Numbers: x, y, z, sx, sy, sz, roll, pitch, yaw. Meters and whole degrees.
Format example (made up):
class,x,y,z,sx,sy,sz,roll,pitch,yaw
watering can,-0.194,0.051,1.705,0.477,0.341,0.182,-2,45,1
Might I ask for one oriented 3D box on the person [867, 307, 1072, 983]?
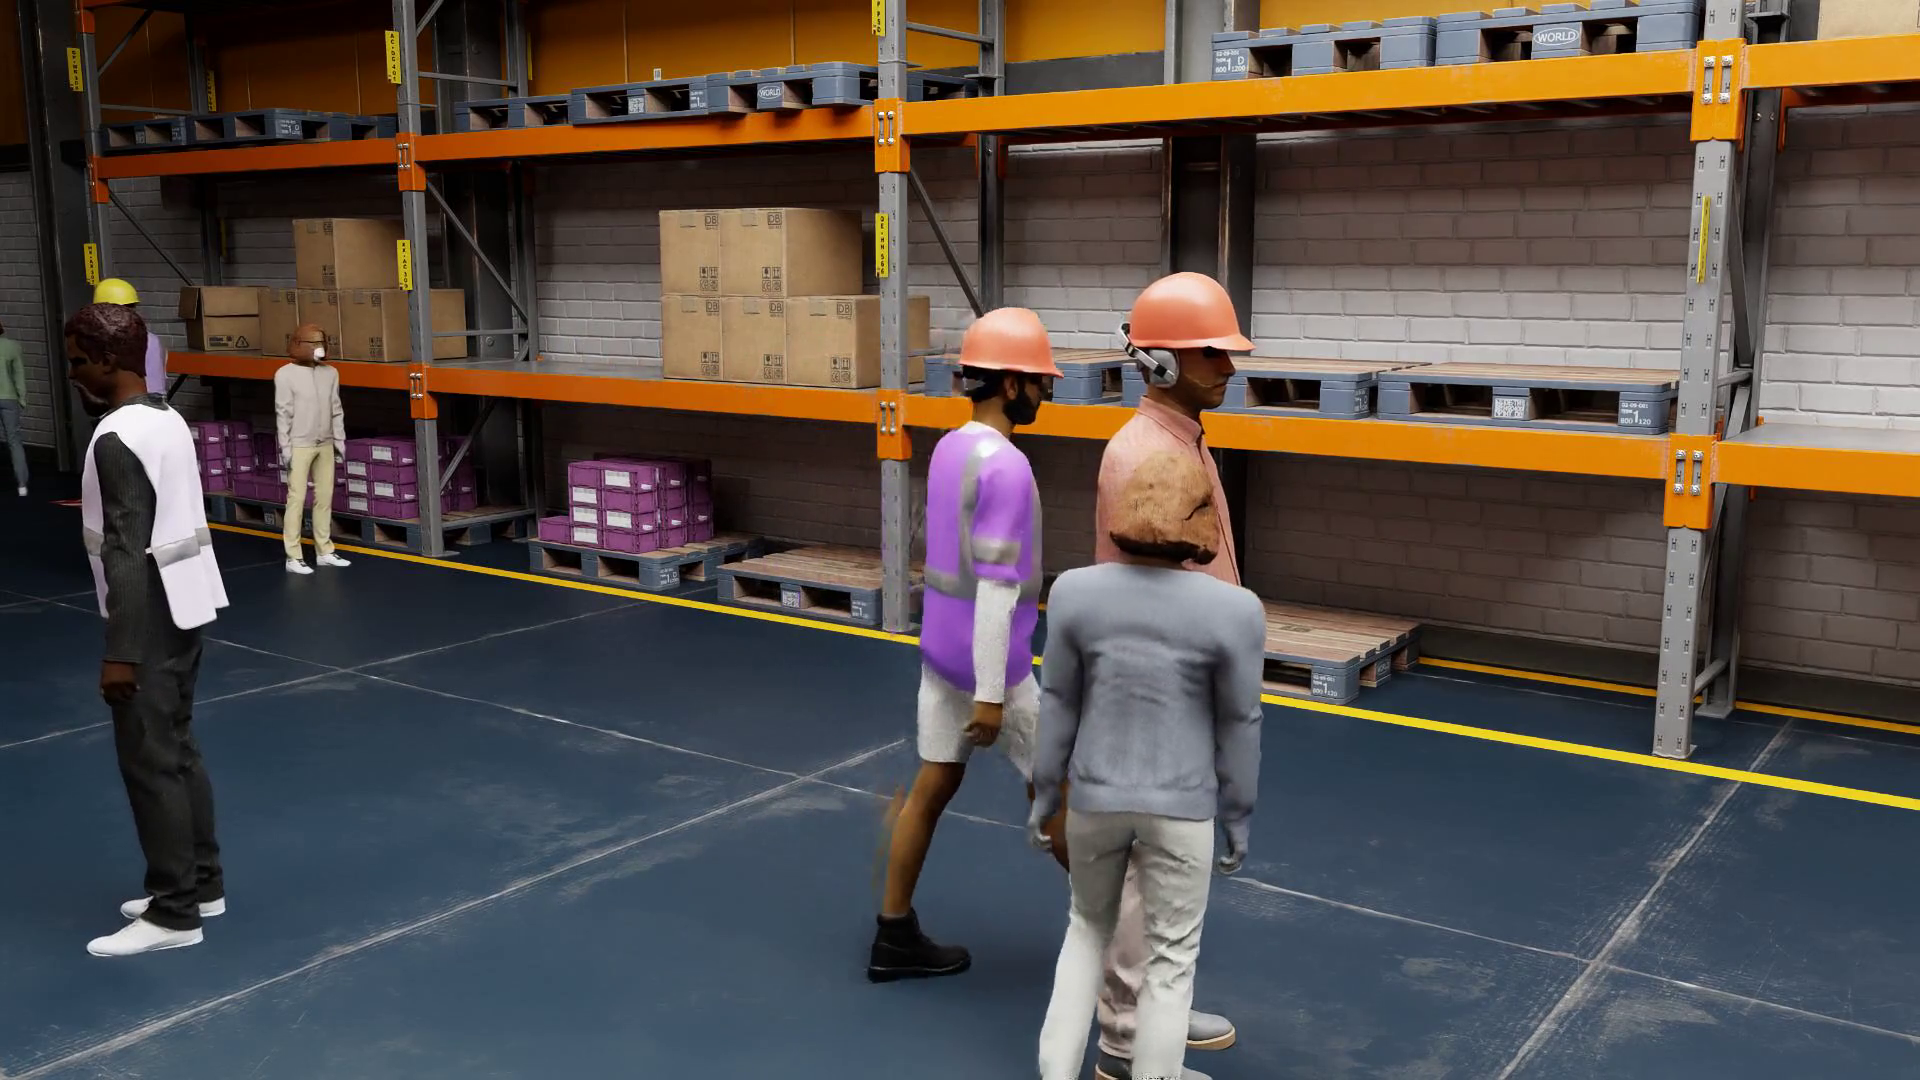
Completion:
class,x,y,z,sx,sy,sz,roll,pitch,yaw
person,0.174,0.308,4.672,0.991,1.885,0.559,-4,10,-22

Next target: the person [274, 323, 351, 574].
class,x,y,z,sx,sy,sz,roll,pitch,yaw
person,-4.223,-0.597,10.843,0.282,1.629,0.504,5,11,28

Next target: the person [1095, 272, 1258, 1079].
class,x,y,z,sx,sy,sz,roll,pitch,yaw
person,0.512,0.355,4.058,0.385,1.993,0.624,3,10,18

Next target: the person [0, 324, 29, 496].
class,x,y,z,sx,sy,sz,roll,pitch,yaw
person,-8.245,-1.168,14.210,0.507,1.630,0.268,-9,13,-43

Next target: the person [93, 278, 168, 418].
class,x,y,z,sx,sy,sz,roll,pitch,yaw
person,-5.022,-0.618,10.092,0.396,1.918,0.588,1,10,8

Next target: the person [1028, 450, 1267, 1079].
class,x,y,z,sx,sy,sz,roll,pitch,yaw
person,0.408,0.609,3.716,0.519,1.604,0.407,3,10,20

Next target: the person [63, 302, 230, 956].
class,x,y,z,sx,sy,sz,roll,pitch,yaw
person,-2.400,0.254,4.935,0.406,1.906,0.606,-2,10,-14
